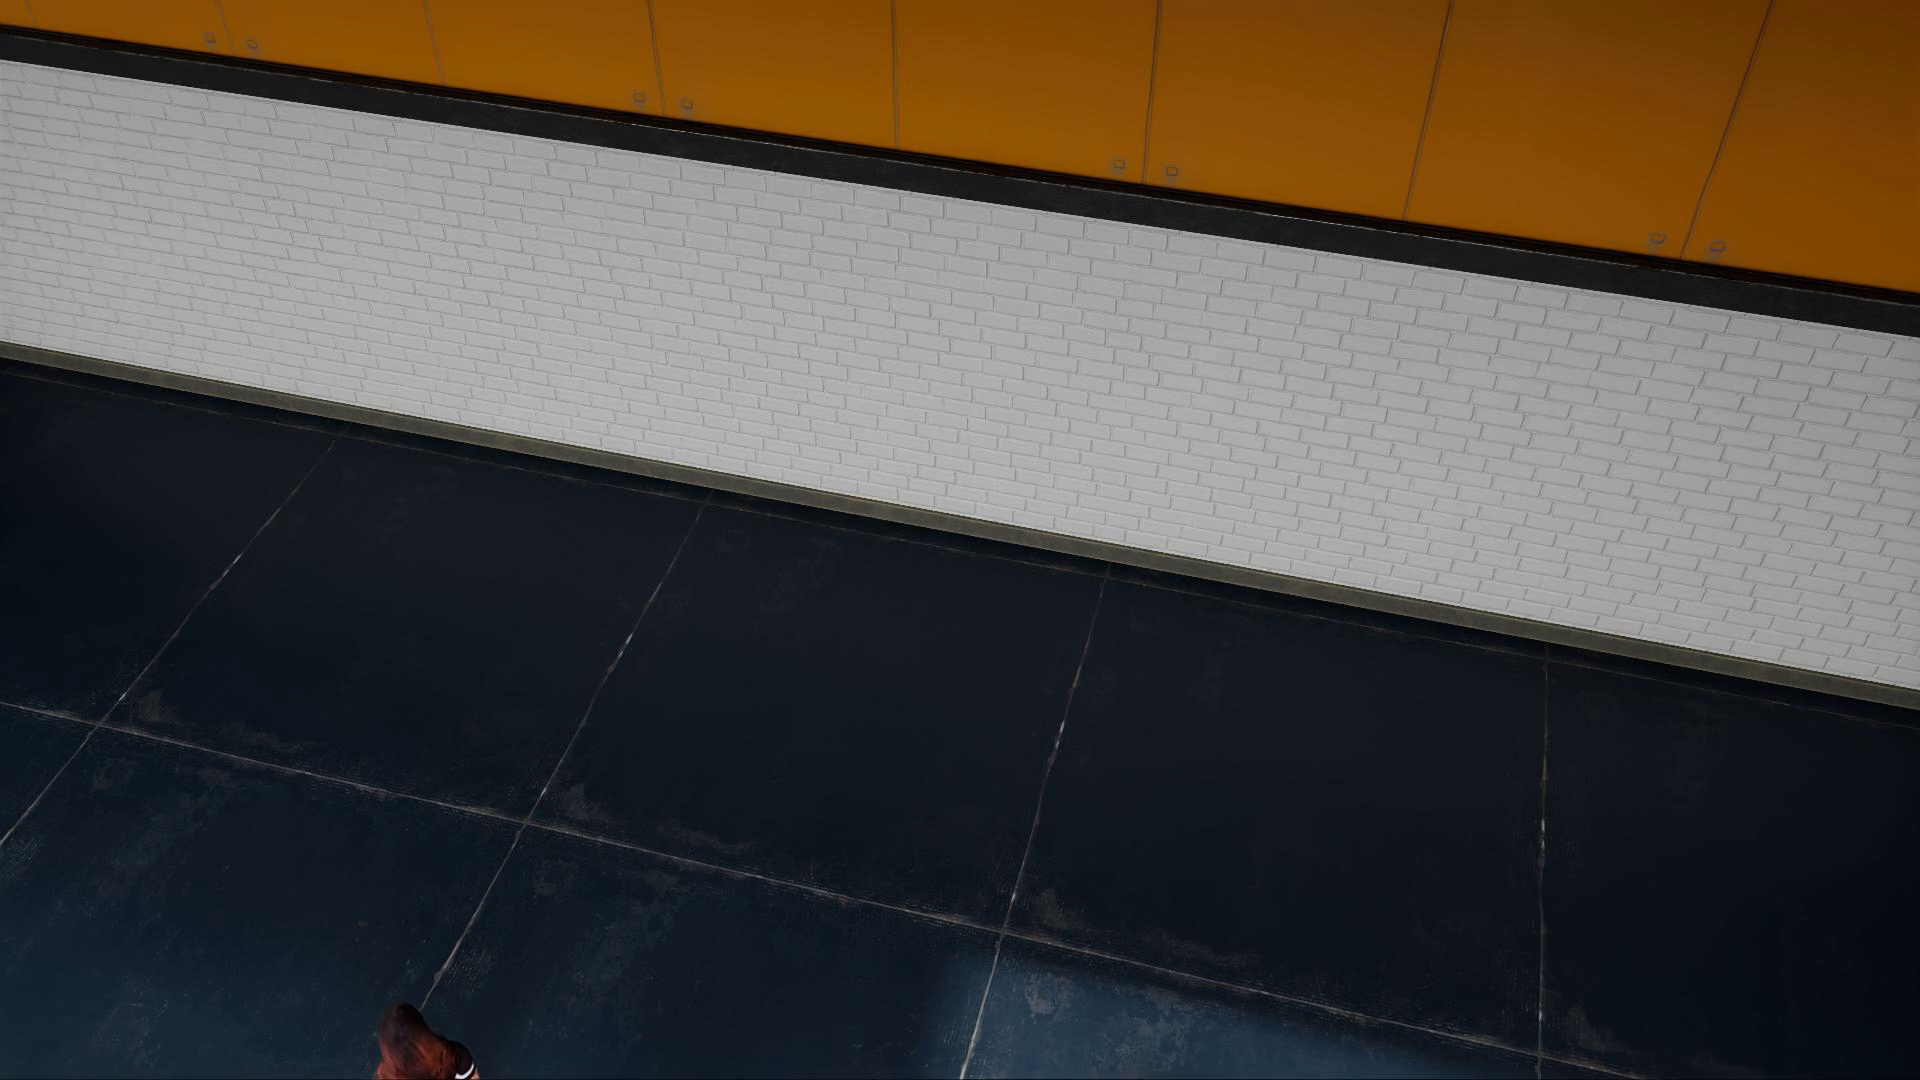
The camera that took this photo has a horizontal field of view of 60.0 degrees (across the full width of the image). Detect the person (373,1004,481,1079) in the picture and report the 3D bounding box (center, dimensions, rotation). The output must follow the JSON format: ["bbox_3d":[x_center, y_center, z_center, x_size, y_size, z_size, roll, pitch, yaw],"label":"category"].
[{"bbox_3d":[-2.462,2.722,7.909,0.713,1.637,0.771,-21,47,-20],"label":"person"}]
